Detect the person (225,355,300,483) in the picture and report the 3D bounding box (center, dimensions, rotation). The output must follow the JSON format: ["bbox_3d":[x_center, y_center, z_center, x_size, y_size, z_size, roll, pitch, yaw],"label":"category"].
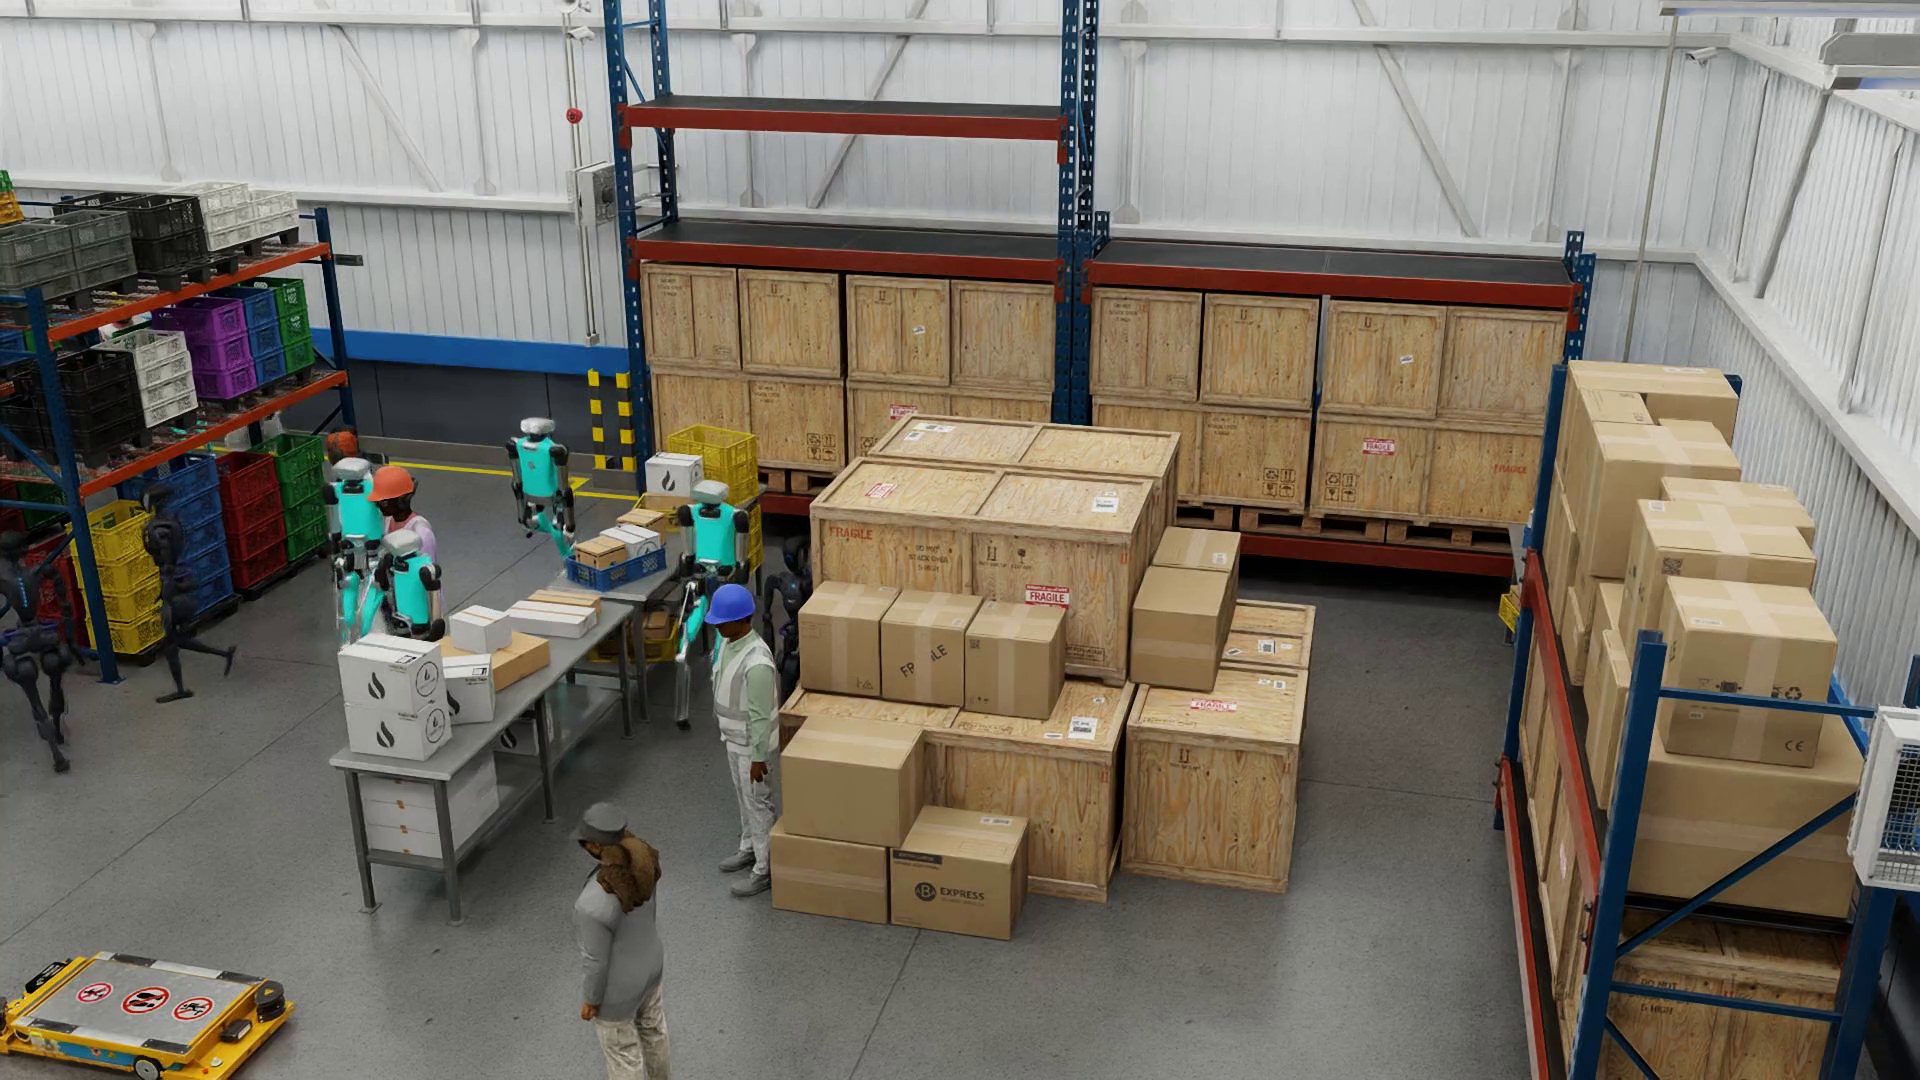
[{"bbox_3d":[-7.006,-1.324,16.392,0.652,1.790,0.739,1,21,2],"label":"person"}]

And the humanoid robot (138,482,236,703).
[{"bbox_3d":[-5.684,0.367,12.142,0.602,1.638,0.594,-11,23,-26],"label":"humanoid robot"}]

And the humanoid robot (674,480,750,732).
[{"bbox_3d":[-1.826,0.534,11.655,0.529,1.776,1.013,6,22,14],"label":"humanoid robot"}]

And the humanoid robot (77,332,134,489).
[{"bbox_3d":[-8.571,-1.322,16.619,0.742,1.653,0.607,4,21,11],"label":"humanoid robot"}]

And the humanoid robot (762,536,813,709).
[{"bbox_3d":[-1.014,0.736,11.152,0.588,1.647,0.467,6,22,14],"label":"humanoid robot"}]

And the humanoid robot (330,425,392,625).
[{"bbox_3d":[-4.808,-0.147,13.458,0.372,1.644,0.619,-6,22,-15],"label":"humanoid robot"}]

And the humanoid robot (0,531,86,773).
[{"bbox_3d":[-6.256,0.732,11.204,0.601,1.635,0.730,-15,26,-34],"label":"humanoid robot"}]

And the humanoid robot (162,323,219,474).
[{"bbox_3d":[-7.445,-1.205,16.078,0.532,1.750,0.718,-18,27,-39],"label":"humanoid robot"}]

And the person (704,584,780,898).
[{"bbox_3d":[-1.255,1.147,9.712,0.411,1.939,0.602,-9,23,-23],"label":"person"}]

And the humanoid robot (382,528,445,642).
[{"bbox_3d":[-3.650,0.867,10.804,0.550,1.854,0.659,17,27,38],"label":"humanoid robot"}]

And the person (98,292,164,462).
[{"bbox_3d":[-8.678,-1.724,17.389,0.404,1.825,0.595,17,27,38],"label":"person"}]

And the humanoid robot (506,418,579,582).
[{"bbox_3d":[-3.284,-0.206,13.518,0.548,1.729,1.009,7,22,18],"label":"humanoid robot"}]

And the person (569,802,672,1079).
[{"bbox_3d":[-1.554,2.006,7.701,0.402,1.764,0.562,7,22,18],"label":"person"}]

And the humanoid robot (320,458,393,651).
[{"bbox_3d":[-4.404,0.359,12.091,0.545,1.820,0.756,2,21,5],"label":"humanoid robot"}]

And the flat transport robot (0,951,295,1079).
[{"bbox_3d":[-4.270,2.464,8.601,1.431,0.231,0.659,5,22,13],"label":"flat transport robot"}]

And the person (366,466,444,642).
[{"bbox_3d":[-3.750,0.461,11.380,0.400,2.035,0.598,-17,27,-38],"label":"person"}]

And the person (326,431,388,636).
[{"bbox_3d":[-4.529,0.082,12.577,0.426,1.872,0.646,-5,22,-14],"label":"person"}]
